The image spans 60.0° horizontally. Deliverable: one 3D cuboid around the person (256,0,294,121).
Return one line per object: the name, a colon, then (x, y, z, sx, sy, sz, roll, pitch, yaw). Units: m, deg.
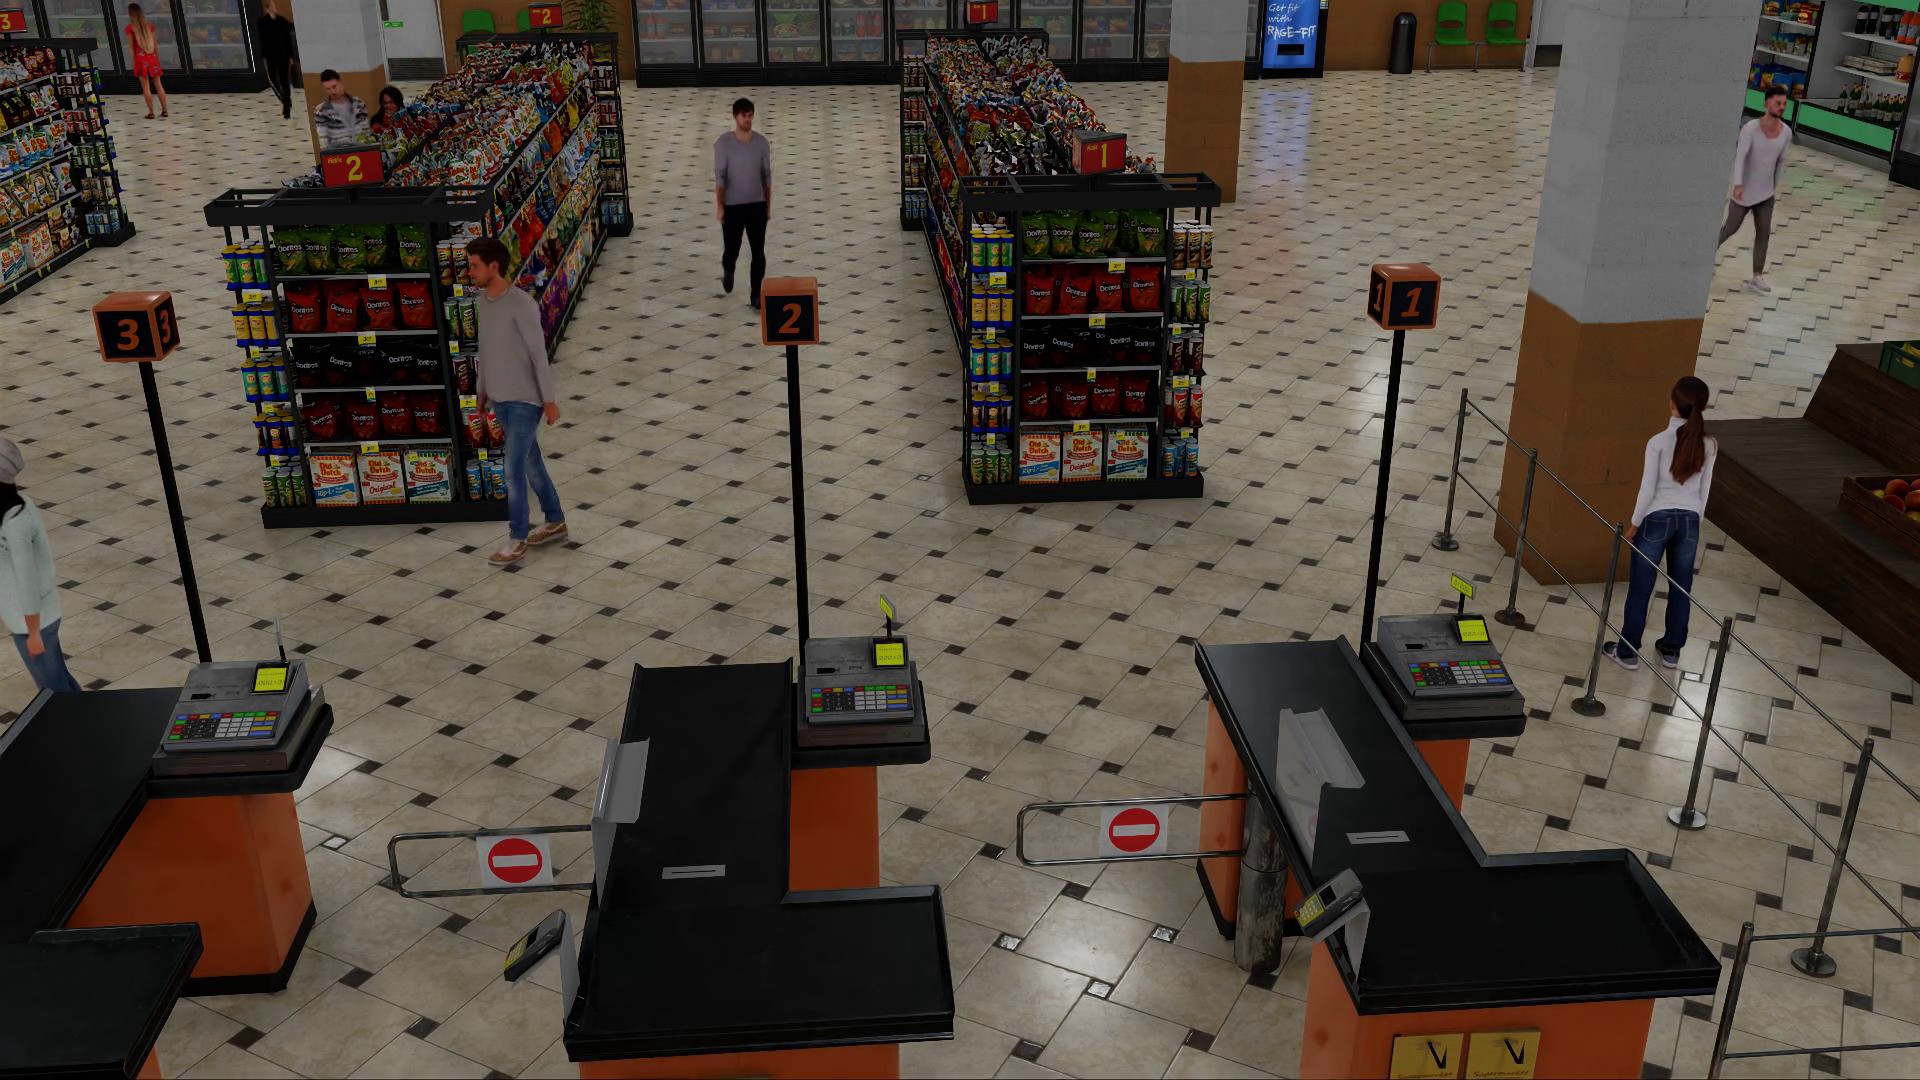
person: (-9.681, -6.821, 23.626, 0.766, 1.691, 0.807, -17, 29, -34)

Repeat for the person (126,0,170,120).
person: (-11.689, -6.874, 23.870, 0.717, 1.592, 0.663, 20, 31, 38)

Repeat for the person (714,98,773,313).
person: (-1.921, -2.943, 14.592, 0.823, 1.828, 1.021, -8, 25, -18)

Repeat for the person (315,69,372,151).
person: (-5.966, -3.693, 16.329, 0.974, 1.810, 0.927, 12, 27, 26)

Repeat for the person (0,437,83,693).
person: (-4.097, 0.323, 7.357, 0.685, 1.644, 0.547, -13, 27, -26)

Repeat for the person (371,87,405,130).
person: (-5.619, -3.740, 16.693, 0.739, 1.603, 0.931, -7, 25, -15)

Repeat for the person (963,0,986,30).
person: (0.216, -7.860, 25.904, 0.749, 1.767, 0.628, -15, 28, -31)

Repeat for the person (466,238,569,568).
person: (-2.520, -0.838, 9.733, 0.964, 1.866, 1.030, 17, 29, 34)

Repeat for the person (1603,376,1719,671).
person: (3.571, -0.080, 8.385, 0.542, 1.558, 0.533, 0, 24, -1)

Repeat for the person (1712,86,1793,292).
person: (7.239, -3.236, 15.288, 0.672, 1.807, 1.118, -1, 24, -3)
